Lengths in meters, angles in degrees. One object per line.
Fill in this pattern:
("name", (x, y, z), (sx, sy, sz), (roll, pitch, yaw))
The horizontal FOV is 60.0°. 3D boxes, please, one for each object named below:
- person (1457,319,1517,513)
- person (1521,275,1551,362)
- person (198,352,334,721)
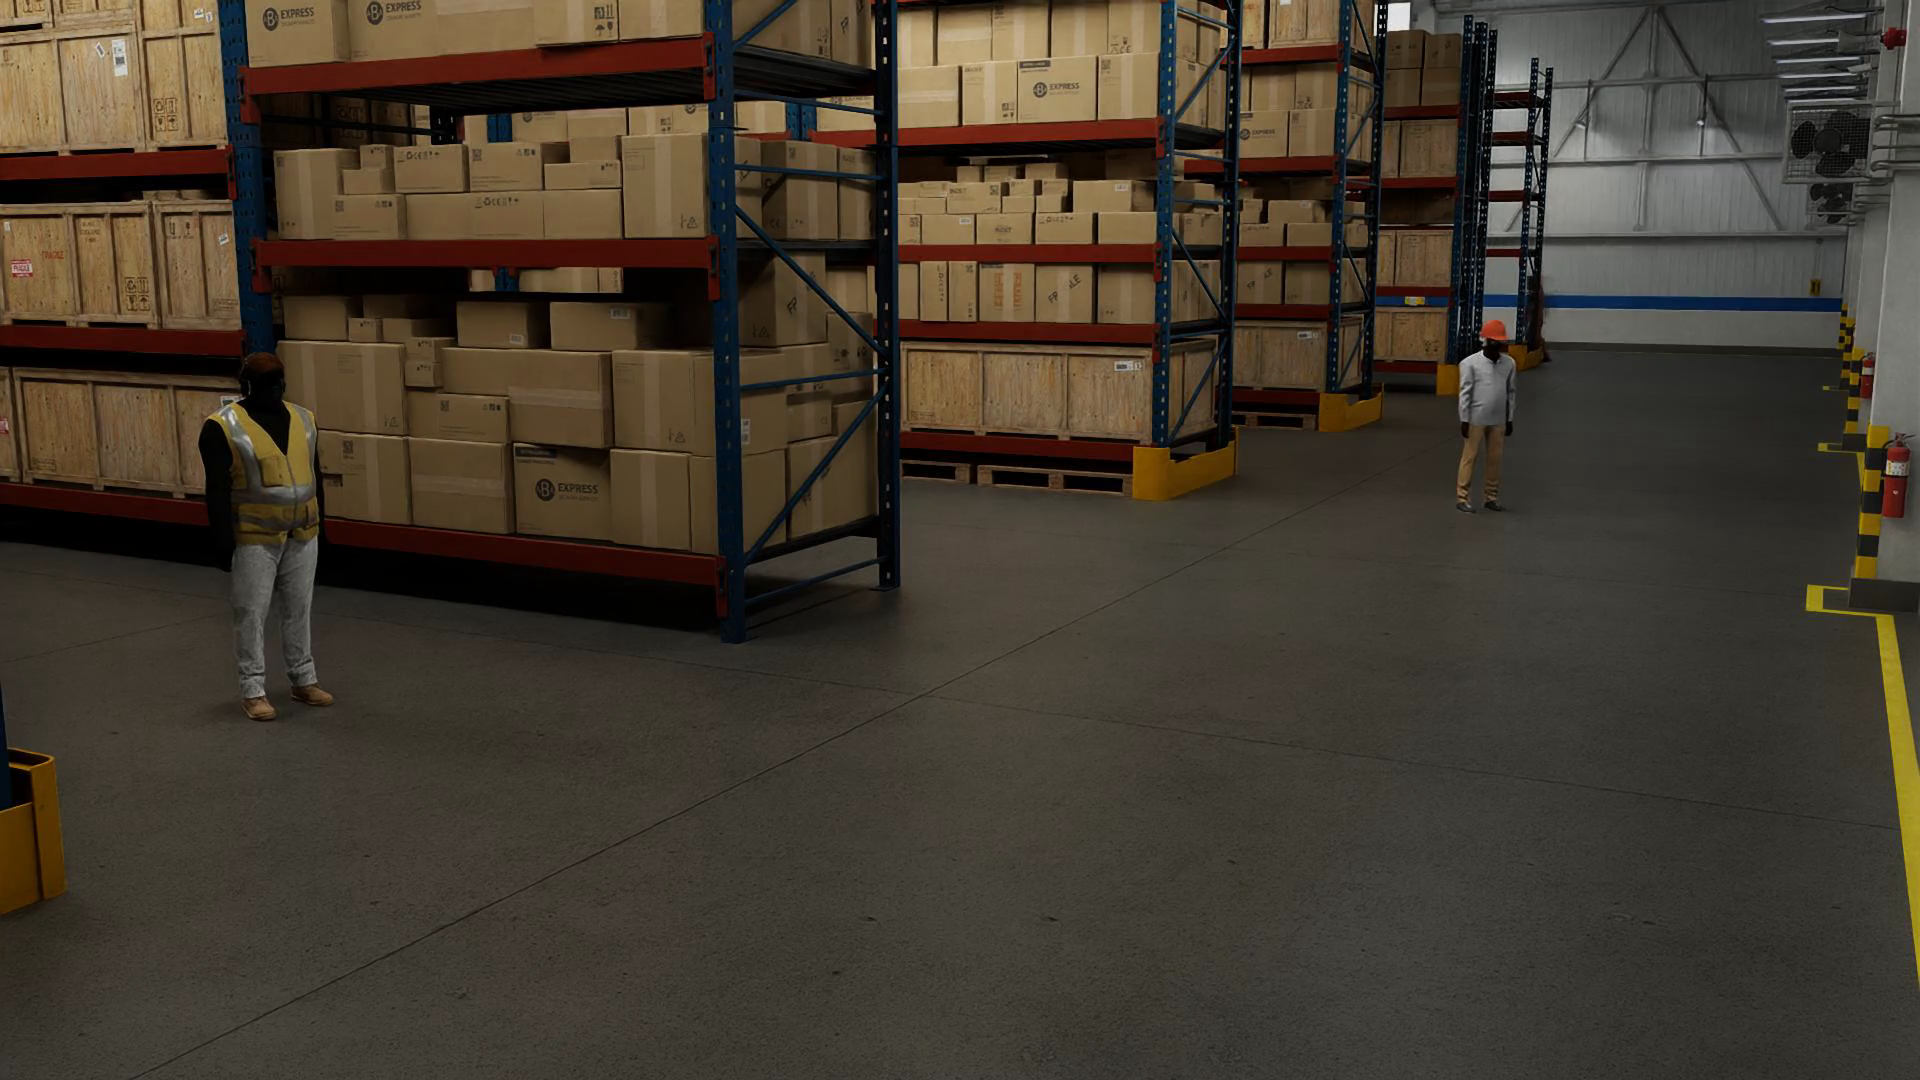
("person", (4.748, -1.107, 14.950), (0.566, 1.742, 0.351), (-3, 10, -15))
("person", (12.357, -4.749, 35.737), (0.857, 1.870, 0.659), (7, 12, 34))
("person", (-3.469, -0.027, 8.404), (0.429, 1.842, 0.633), (7, 12, 35))
